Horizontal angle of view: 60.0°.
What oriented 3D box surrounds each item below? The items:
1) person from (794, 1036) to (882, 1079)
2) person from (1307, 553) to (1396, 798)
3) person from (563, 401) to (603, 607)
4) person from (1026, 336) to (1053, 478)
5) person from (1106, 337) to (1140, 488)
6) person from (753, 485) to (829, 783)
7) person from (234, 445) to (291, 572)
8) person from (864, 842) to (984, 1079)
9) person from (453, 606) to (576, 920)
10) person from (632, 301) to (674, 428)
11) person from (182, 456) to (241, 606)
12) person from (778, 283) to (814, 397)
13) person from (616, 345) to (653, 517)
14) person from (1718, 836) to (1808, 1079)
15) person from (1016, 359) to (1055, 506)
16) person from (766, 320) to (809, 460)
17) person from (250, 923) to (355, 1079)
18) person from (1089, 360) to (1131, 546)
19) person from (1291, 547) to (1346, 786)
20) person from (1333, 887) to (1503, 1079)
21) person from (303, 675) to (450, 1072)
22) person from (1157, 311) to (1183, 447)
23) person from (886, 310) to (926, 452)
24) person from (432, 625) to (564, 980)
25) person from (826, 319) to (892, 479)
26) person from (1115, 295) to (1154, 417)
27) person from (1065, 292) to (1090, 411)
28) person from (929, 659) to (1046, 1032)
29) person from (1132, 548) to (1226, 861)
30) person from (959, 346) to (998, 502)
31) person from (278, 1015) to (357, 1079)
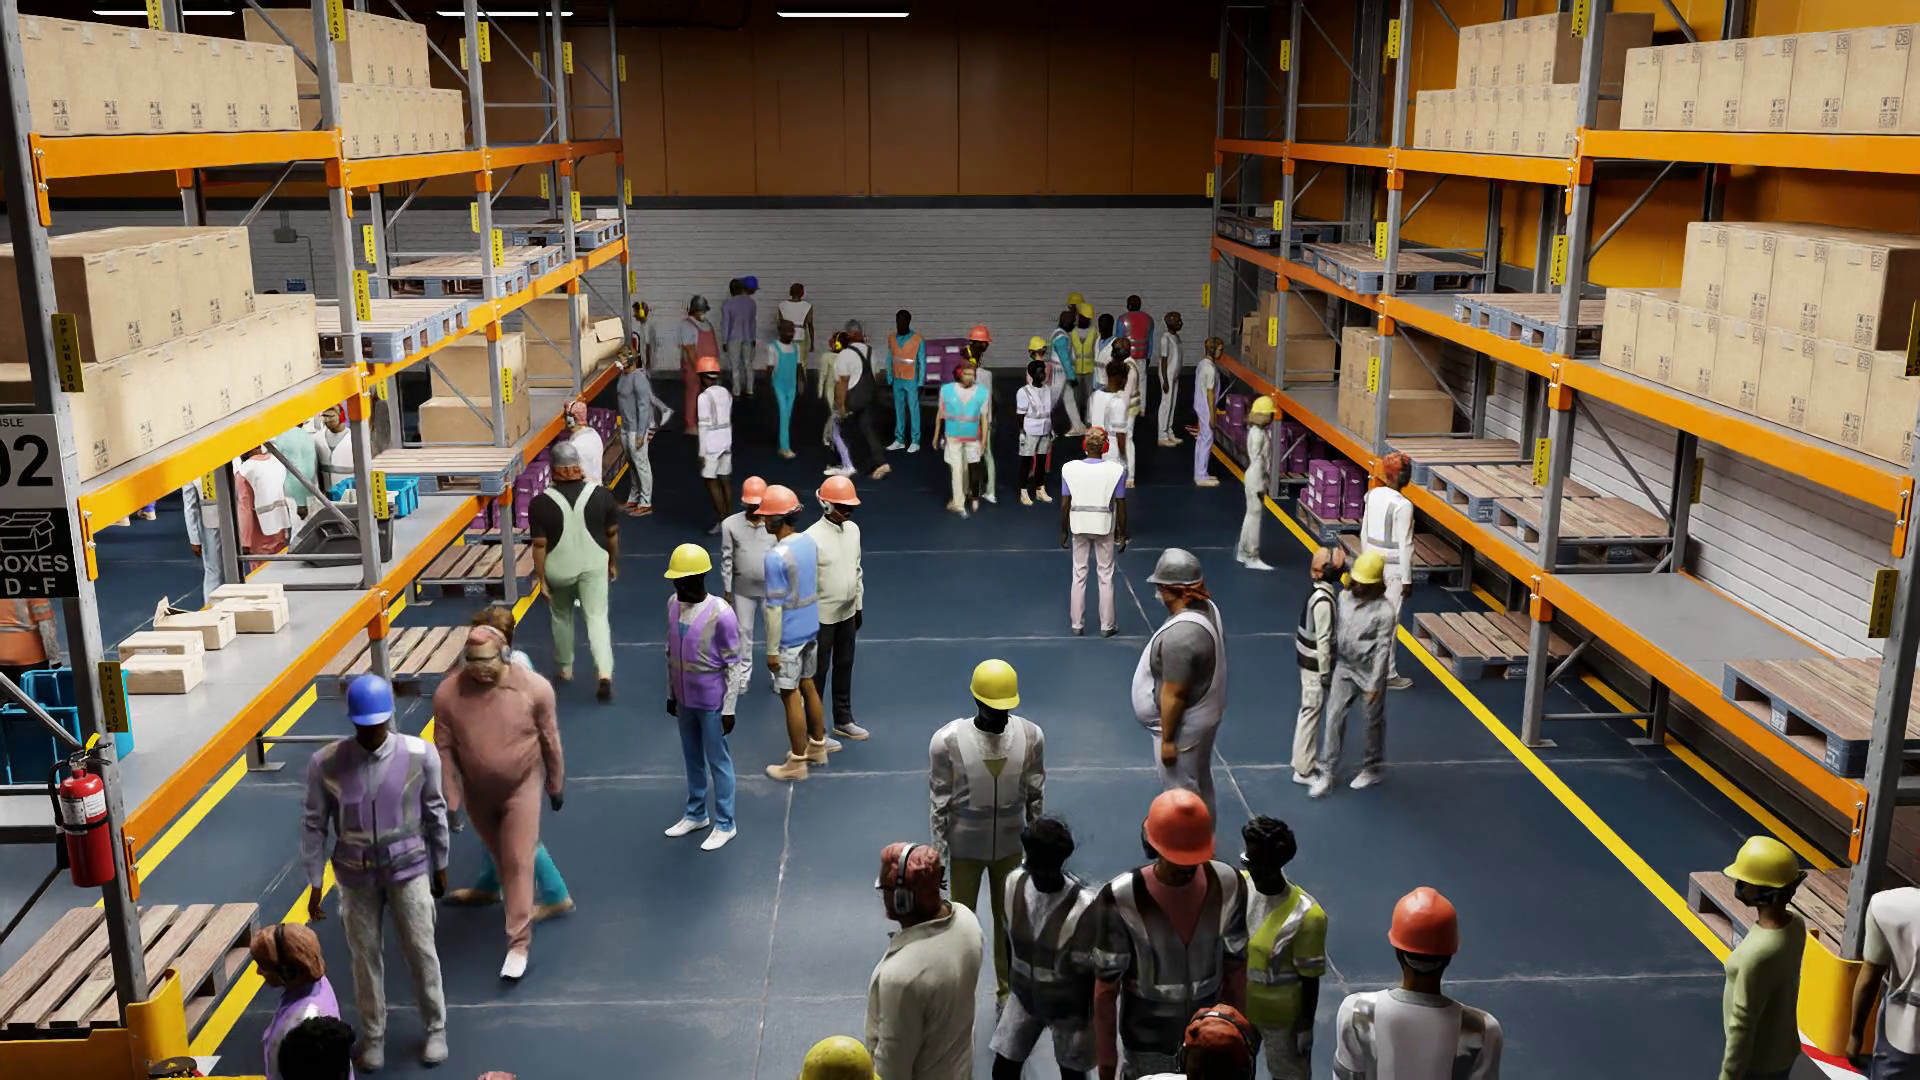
[{"bbox_3d":[-0.386,2.335,5.169,0.320,1.737,0.483,2,14,8],"label":"person"},{"bbox_3d":[2.603,0.886,10.910,0.765,1.695,0.510,-12,19,-40],"label":"person"},{"bbox_3d":[-3.482,-0.336,15.315,0.400,1.905,0.643,0,14,-1],"label":"person"},{"bbox_3d":[0.959,-1.654,20.760,0.312,1.767,0.533,10,17,33],"label":"person"},{"bbox_3d":[1.970,-1.550,20.230,0.431,1.836,0.624,0,14,1],"label":"person"},{"bbox_3d":[-1.172,0.626,11.288,0.422,2.033,0.608,6,15,21],"label":"person"},{"bbox_3d":[-5.943,-0.062,14.233,0.402,1.909,0.599,2,15,10],"label":"person"},{"bbox_3d":[-0.155,2.008,6.136,0.400,1.896,0.648,6,16,23],"label":"person"},{"bbox_3d":[-2.554,1.250,9.284,0.660,1.829,0.553,0,14,-2],"label":"person"},{"bbox_3d":[-4.468,-2.511,23.960,0.464,1.844,0.538,-3,15,-11],"label":"person"},{"bbox_3d":[-6.411,-0.096,14.368,0.398,1.909,0.600,7,16,26],"label":"person"},{"bbox_3d":[-2.628,-3.201,26.709,0.578,1.830,0.407,2,14,8],"label":"person"},{"bbox_3d":[-3.688,-1.238,18.783,0.371,1.940,0.627,-8,16,-29],"label":"person"},{"bbox_3d":[3.074,1.988,6.480,0.339,1.759,0.527,12,19,40],"label":"person"},{"bbox_3d":[0.886,-1.253,19.314,0.541,1.700,0.315,-11,18,-36],"label":"person"},{"bbox_3d":[-2.231,-1.972,21.891,0.528,1.820,0.736,-12,19,-40],"label":"person"},{"bbox_3d":[-2.360,2.153,6.086,0.318,1.631,0.519,-5,15,-19],"label":"person"},{"bbox_3d":[1.580,-0.931,17.572,0.364,1.944,0.698,-7,16,-25],"label":"person"},{"bbox_3d":[2.423,0.844,11.235,0.314,1.630,0.509,3,15,10],"label":"person"},{"bbox_3d":[1.538,2.105,5.686,0.543,1.929,0.386,5,15,21],"label":"person"},{"bbox_3d":[-2.727,1.551,7.837,0.632,1.943,0.423,-3,15,-13],"label":"person"},{"bbox_3d":[2.889,-2.202,22.750,0.334,1.846,0.513,7,16,26],"label":"person"},{"bbox_3d":[-0.721,-2.144,22.382,0.597,1.916,0.371,9,17,32],"label":"person"},{"bbox_3d":[-2.463,1.336,8.871,0.638,1.849,1.056,-1,14,-3],"label":"person"},{"bbox_3d":[-1.258,-1.785,20.726,0.982,2.000,0.701,12,19,40],"label":"person"},{"bbox_3d":[2.592,-2.750,24.939,0.636,1.837,0.431,-6,15,-22],"label":"person"},{"bbox_3d":[1.785,-2.881,25.464,0.403,1.825,0.593,-1,14,-6],"label":"person"},{"bbox_3d":[0.146,1.488,8.126,0.585,1.918,0.395,-4,15,-15],"label":"person"},{"bbox_3d":[1.266,1.019,9.719,0.537,2.000,0.691,7,16,24],"label":"person"},{"bbox_3d":[0.168,-1.378,19.537,0.697,1.827,0.748,-14,20,-43],"label":"person"},{"bbox_3d":[-2.026,2.334,5.334,0.814,1.639,0.601,1,14,3],"label":"person"}]
